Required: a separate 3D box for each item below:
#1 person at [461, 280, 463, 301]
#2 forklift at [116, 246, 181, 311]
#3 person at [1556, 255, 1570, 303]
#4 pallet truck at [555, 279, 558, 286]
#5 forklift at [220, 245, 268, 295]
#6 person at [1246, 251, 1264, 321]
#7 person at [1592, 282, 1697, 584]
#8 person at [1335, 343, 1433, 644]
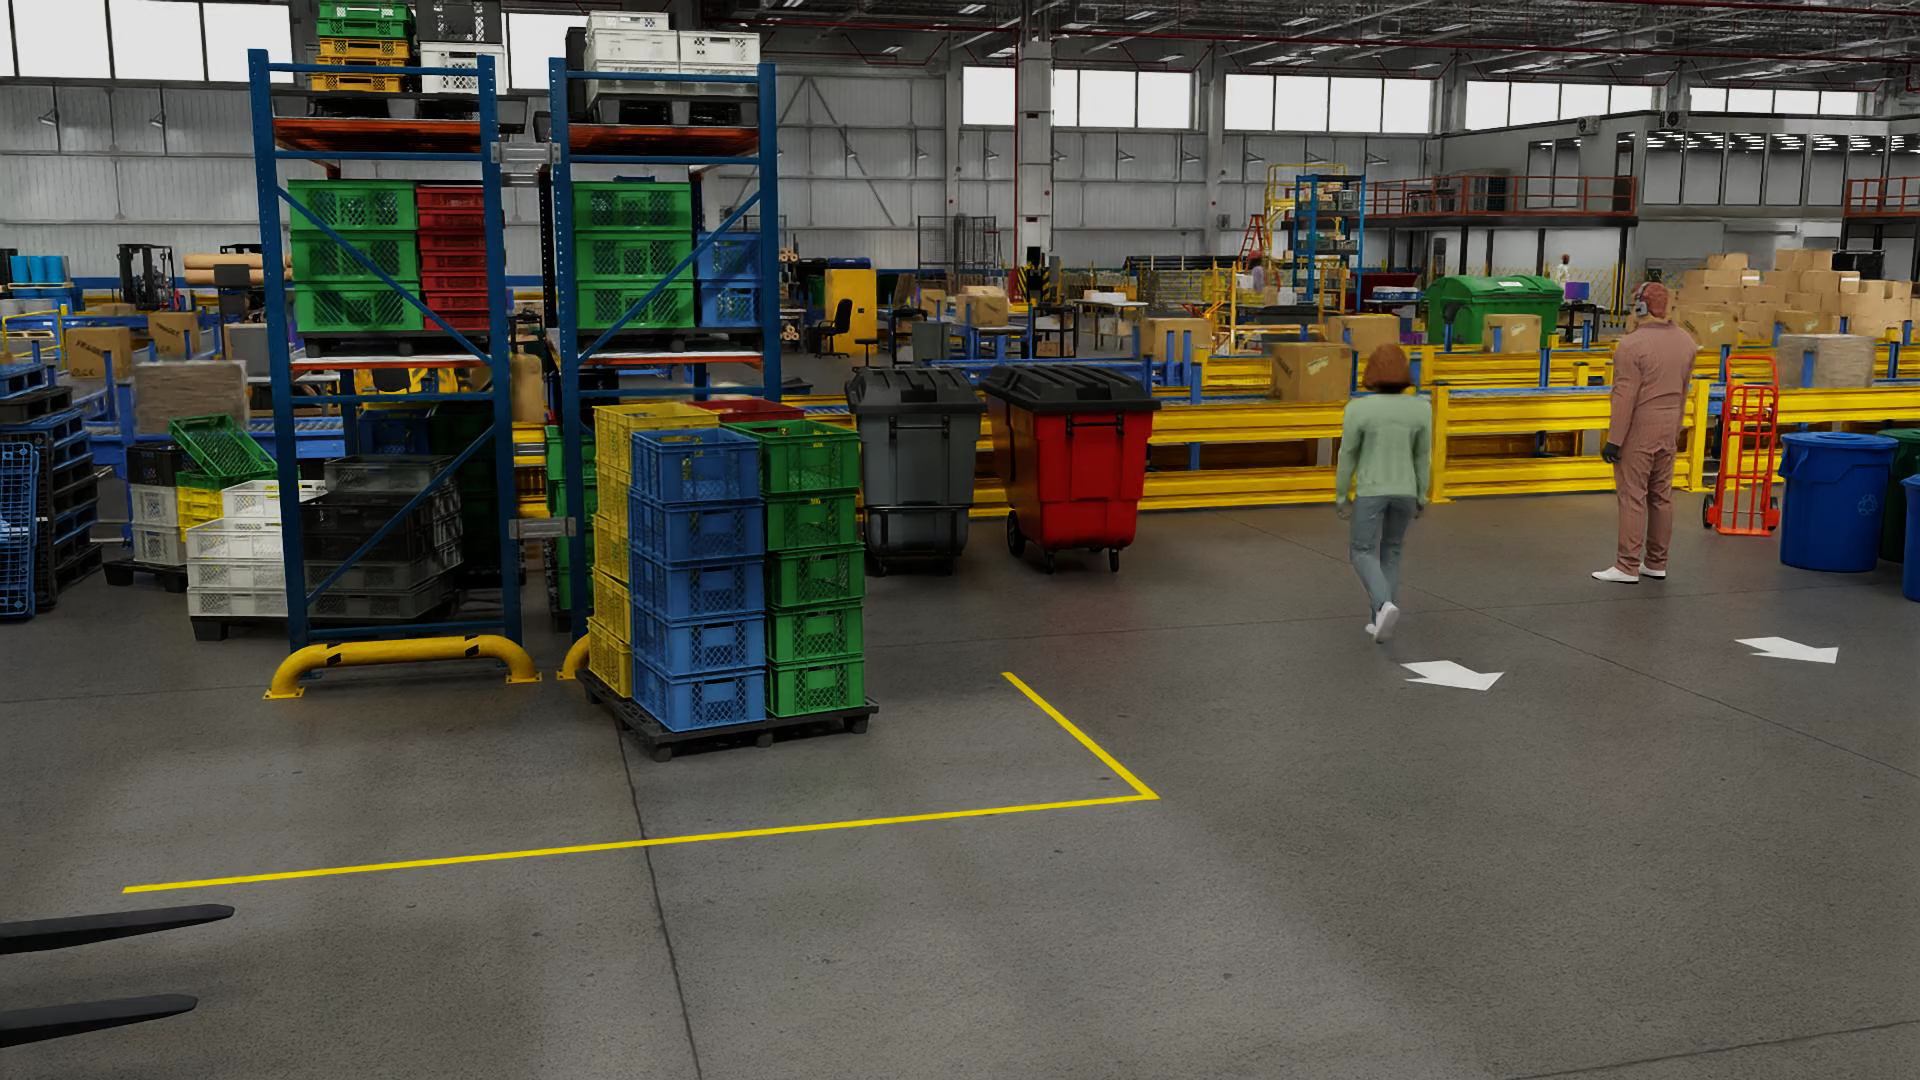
[{"bbox_3d":[-12.660,-6.179,41.864,0.643,1.862,1.002,8,13,37],"label":"person"},{"bbox_3d":[-19.966,-6.232,40.894,1.157,1.987,2.680,-3,10,-15],"label":"forklift"},{"bbox_3d":[18.669,-7.871,51.378,0.452,1.868,0.614,9,14,42],"label":"person"},{"bbox_3d":[-10.604,-6.375,44.520,0.653,1.274,1.630,-3,10,-15],"label":"pallet truck"},{"bbox_3d":[-17.749,-6.334,41.440,1.157,1.987,2.680,-3,10,-17],"label":"forklift"},{"bbox_3d":[6.674,-5.551,37.816,0.614,2.017,0.635,4,11,20],"label":"person"},{"bbox_3d":[4.313,-0.672,10.526,0.642,1.906,0.410,-6,12,-30],"label":"person"},{"bbox_3d":[2.264,-0.228,8.820,0.513,1.620,0.595,-1,10,-6],"label":"person"}]
